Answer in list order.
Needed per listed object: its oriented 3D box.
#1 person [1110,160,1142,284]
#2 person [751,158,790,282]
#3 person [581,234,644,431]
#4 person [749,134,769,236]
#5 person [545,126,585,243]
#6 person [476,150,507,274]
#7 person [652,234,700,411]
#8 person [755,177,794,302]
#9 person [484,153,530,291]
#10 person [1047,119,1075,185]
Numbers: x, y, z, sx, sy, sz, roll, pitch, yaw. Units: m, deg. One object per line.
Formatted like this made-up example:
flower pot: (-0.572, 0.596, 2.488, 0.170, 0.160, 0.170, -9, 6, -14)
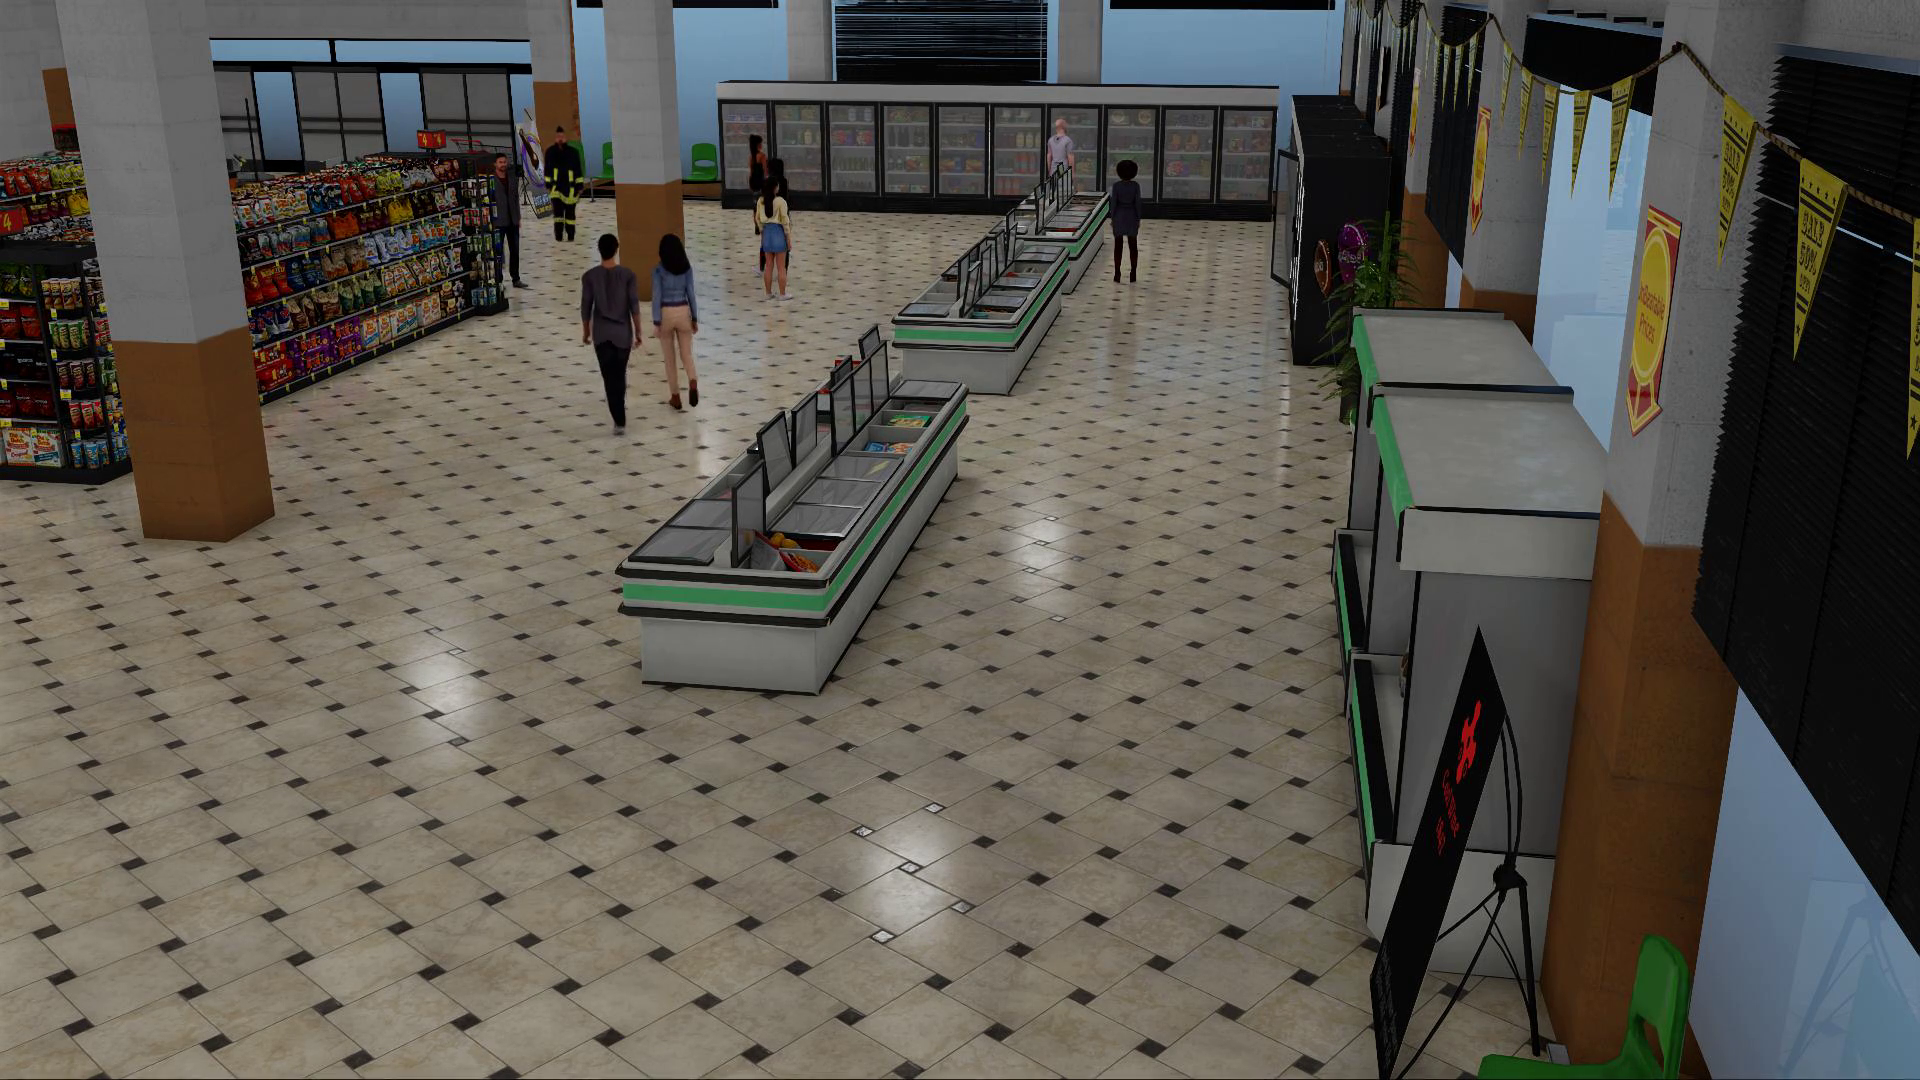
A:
person: (2.345, -4.514, 23.554, 0.592, 1.710, 0.528, 1, 19, 4)
person: (-2.571, -4.538, 23.627, 1.011, 1.709, 1.041, -15, 24, -37)
person: (-3.271, -1.910, 15.689, 1.024, 1.801, 1.233, -6, 19, -16)
person: (-3.416, -5.953, 27.911, 0.714, 1.653, 0.736, 16, 24, 38)
person: (-6.459, -5.795, 27.163, 1.012, 1.830, 1.197, -3, 19, -9)
person: (-6.858, -4.757, 24.154, 0.697, 1.787, 0.552, 9, 21, 26)
person: (-2.782, -2.102, 16.323, 0.896, 1.760, 1.025, -8, 20, -23)
person: (-2.487, -4.031, 22.245, 0.681, 1.632, 0.626, 7, 20, 20)
person: (-6.299, -4.408, 22.984, 0.746, 1.874, 0.841, -17, 25, -42)
person: (1.746, -6.352, 28.807, 0.760, 1.836, 0.745, 13, 23, 34)
